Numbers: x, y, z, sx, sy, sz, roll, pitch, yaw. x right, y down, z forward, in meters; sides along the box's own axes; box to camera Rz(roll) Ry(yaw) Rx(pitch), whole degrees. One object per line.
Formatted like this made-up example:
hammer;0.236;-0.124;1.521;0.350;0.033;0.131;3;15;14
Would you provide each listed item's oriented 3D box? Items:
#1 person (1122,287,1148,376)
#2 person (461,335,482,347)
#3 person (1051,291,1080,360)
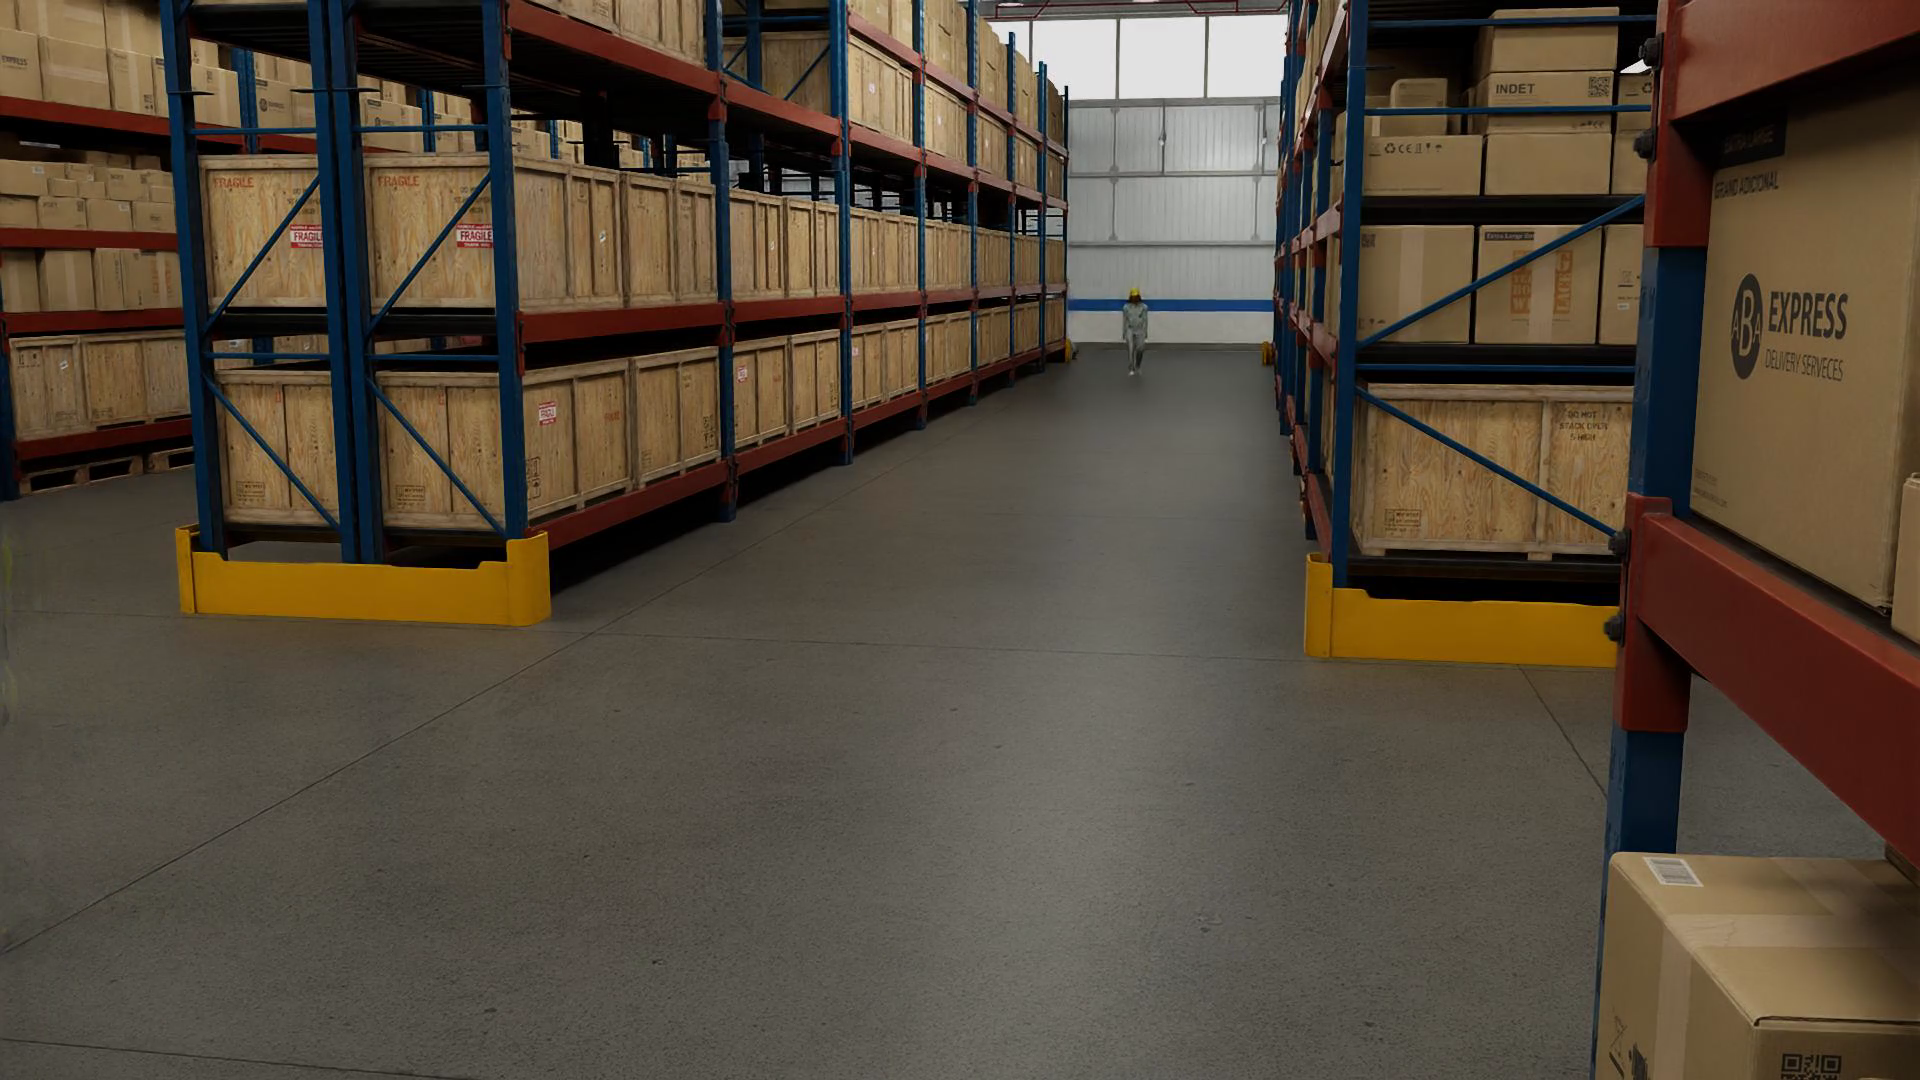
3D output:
person;3.405;-4.055;32.412;0.502;1.726;0.465;1;9;5
person;-5.917;-2.227;20.650;0.643;1.869;0.937;1;9;8
person;2.290;-5.037;37.947;0.855;1.916;0.635;1;9;6
